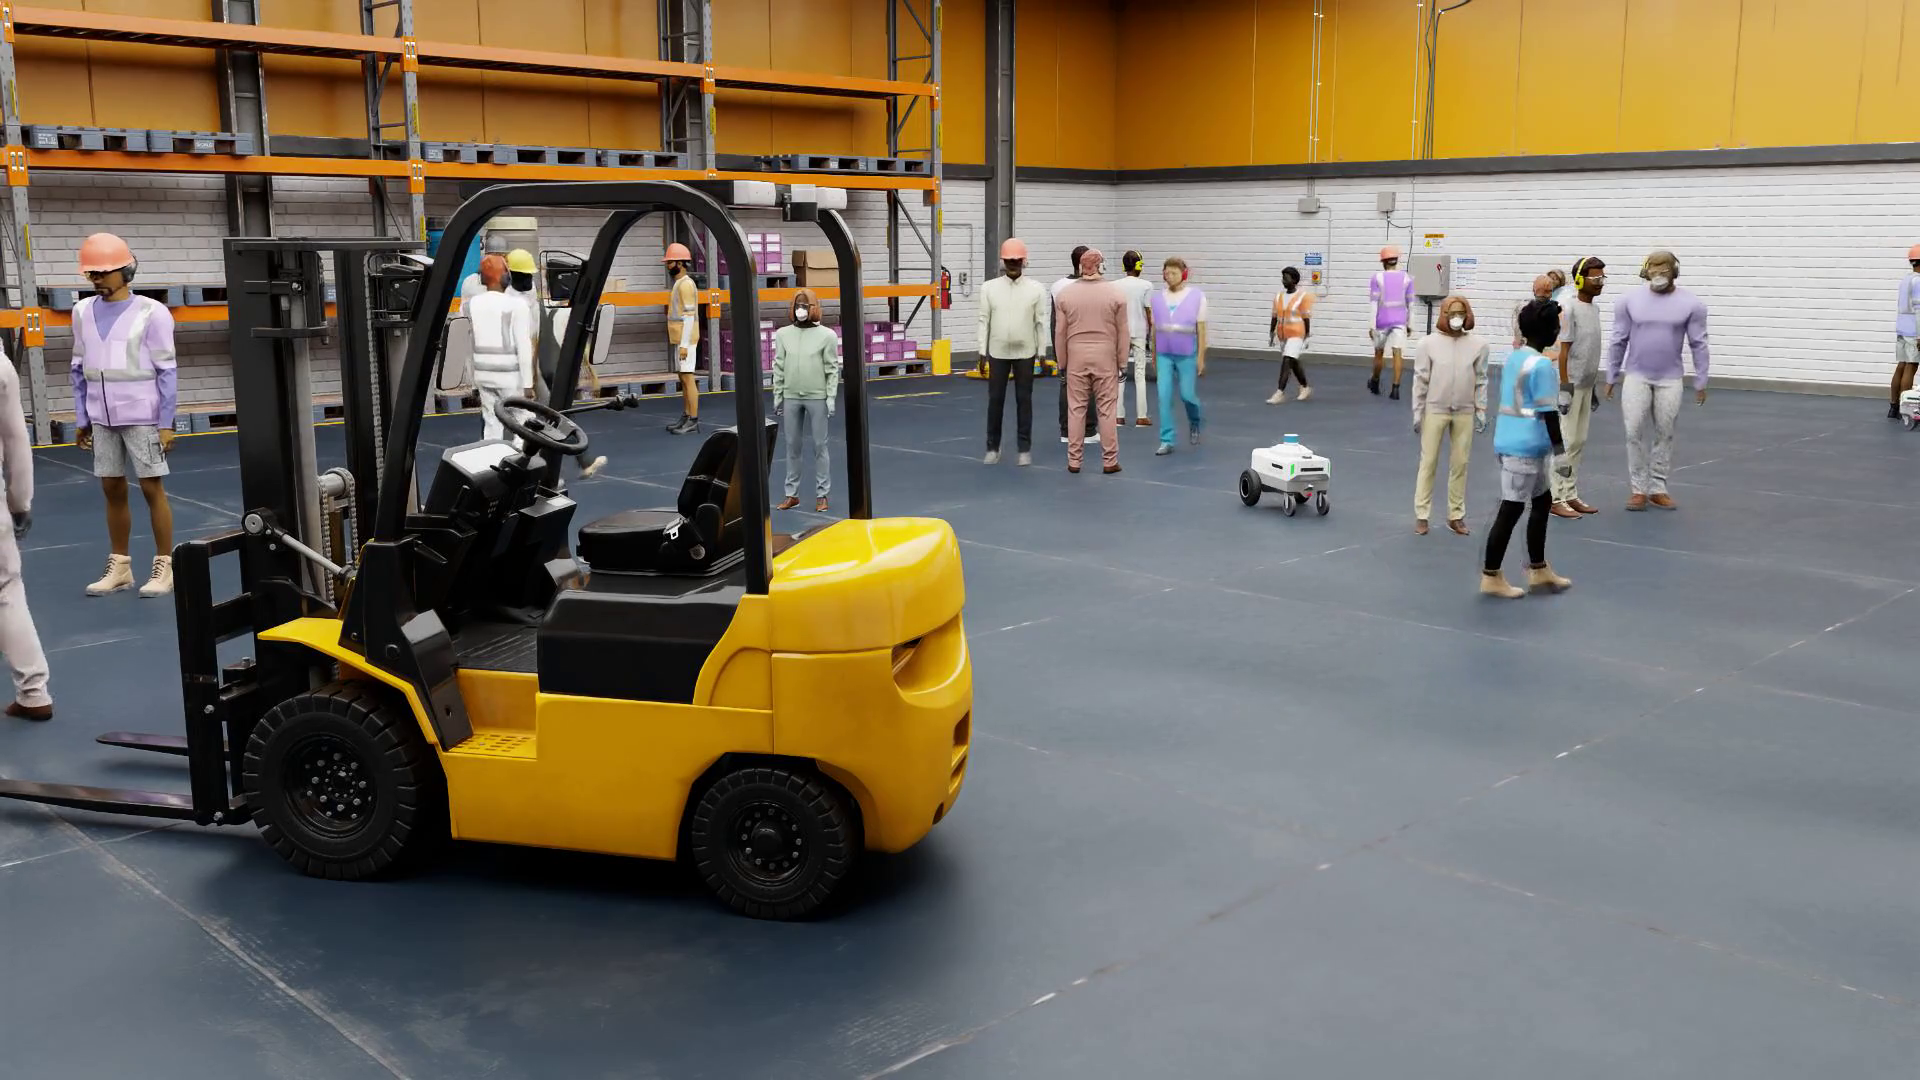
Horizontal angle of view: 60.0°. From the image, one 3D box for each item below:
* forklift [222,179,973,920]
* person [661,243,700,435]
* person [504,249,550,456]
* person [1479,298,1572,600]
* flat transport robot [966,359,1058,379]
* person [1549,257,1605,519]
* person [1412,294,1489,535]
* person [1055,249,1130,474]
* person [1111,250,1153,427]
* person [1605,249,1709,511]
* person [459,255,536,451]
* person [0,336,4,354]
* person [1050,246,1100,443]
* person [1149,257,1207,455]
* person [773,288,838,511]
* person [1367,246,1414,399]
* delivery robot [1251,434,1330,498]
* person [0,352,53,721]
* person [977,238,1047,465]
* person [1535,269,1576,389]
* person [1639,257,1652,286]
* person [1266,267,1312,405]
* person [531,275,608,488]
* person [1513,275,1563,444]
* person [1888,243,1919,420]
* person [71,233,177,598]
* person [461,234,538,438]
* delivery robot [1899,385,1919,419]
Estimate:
[{"bbox_3d":[-1.114,-0.058,5.440,2.313,2.155,1.214,2,11,13],"label":"forklift"},{"bbox_3d":[-2.843,-2.041,16.955,0.359,1.938,0.547,-3,11,-16],"label":"person"},{"bbox_3d":[-3.743,-1.536,14.292,0.419,1.902,0.607,2,11,10],"label":"person"},{"bbox_3d":[3.223,-0.492,9.202,0.682,1.671,0.547,1,10,4],"label":"person"},{"bbox_3d":[0.817,-2.453,23.749,0.652,0.197,1.431,10,14,43],"label":"flat transport robot"},{"bbox_3d":[4.472,-1.096,11.990,0.313,1.869,0.538,10,14,43],"label":"person"},{"bbox_3d":[3.309,-0.844,11.256,0.507,1.631,0.266,0,10,2],"label":"person"},{"bbox_3d":[1.130,-1.509,14.162,0.637,1.902,0.406,2,11,11],"label":"person"},{"bbox_3d":[1.819,-2.126,17.643,0.517,1.859,0.328,4,11,21],"label":"person"},{"bbox_3d":[5.119,-1.168,12.230,0.677,1.921,0.460,4,11,22],"label":"person"},{"bbox_3d":[-3.420,-1.183,12.429,0.588,1.872,0.416,3,11,16],"label":"person"},{"bbox_3d":[-8.566,-1.497,14.303,0.649,1.829,0.674,-1,10,-6],"label":"person"},{"bbox_3d":[1.158,-1.900,16.236,0.588,1.920,0.398,6,12,29],"label":"person"},{"bbox_3d":[2.042,-1.717,15.474,0.576,1.829,0.667,5,12,26],"label":"person"},{"bbox_3d":[-1.139,-1.025,12.238,0.500,1.636,0.286,2,11,13],"label":"person"},{"bbox_3d":[5.384,-2.731,20.869,0.585,1.873,1.005,0,10,1],"label":"person"},{"bbox_3d":[2.437,-0.537,12.272,0.477,0.478,0.707,-3,11,-15],"label":"delivery robot"},{"bbox_3d":[-4.141,-0.134,6.776,0.659,1.877,0.410,-8,13,-38],"label":"person"},{"bbox_3d":[0.457,-1.649,14.665,0.618,1.993,0.393,1,10,3],"label":"person"},{"bbox_3d":[7.194,-2.480,20.236,0.606,1.615,0.525,-8,13,-38],"label":"person"},{"bbox_3d":[9.006,-2.830,21.783,0.286,1.745,0.493,3,11,15],"label":"person"},{"bbox_3d":[4.017,-2.473,20.100,0.877,1.655,0.531,-8,13,-37],"label":"person"},{"bbox_3d":[-3.179,-1.335,13.502,0.550,1.791,0.962,6,12,29],"label":"person"},{"bbox_3d":[5.637,-1.749,16.174,0.518,1.639,0.312,2,11,10],"label":"person"},{"bbox_3d":[10.470,-2.280,18.249,0.348,1.943,0.543,2,11,9],"label":"person"},{"bbox_3d":[-4.676,-0.683,9.282,0.607,2.036,0.391,2,11,9],"label":"person"},{"bbox_3d":[-4.284,-1.834,15.543,0.688,2.000,0.536,-3,11,-17],"label":"person"},{"bbox_3d":[10.092,-1.461,17.312,0.707,0.478,0.477,-9,13,-39],"label":"delivery robot"}]
